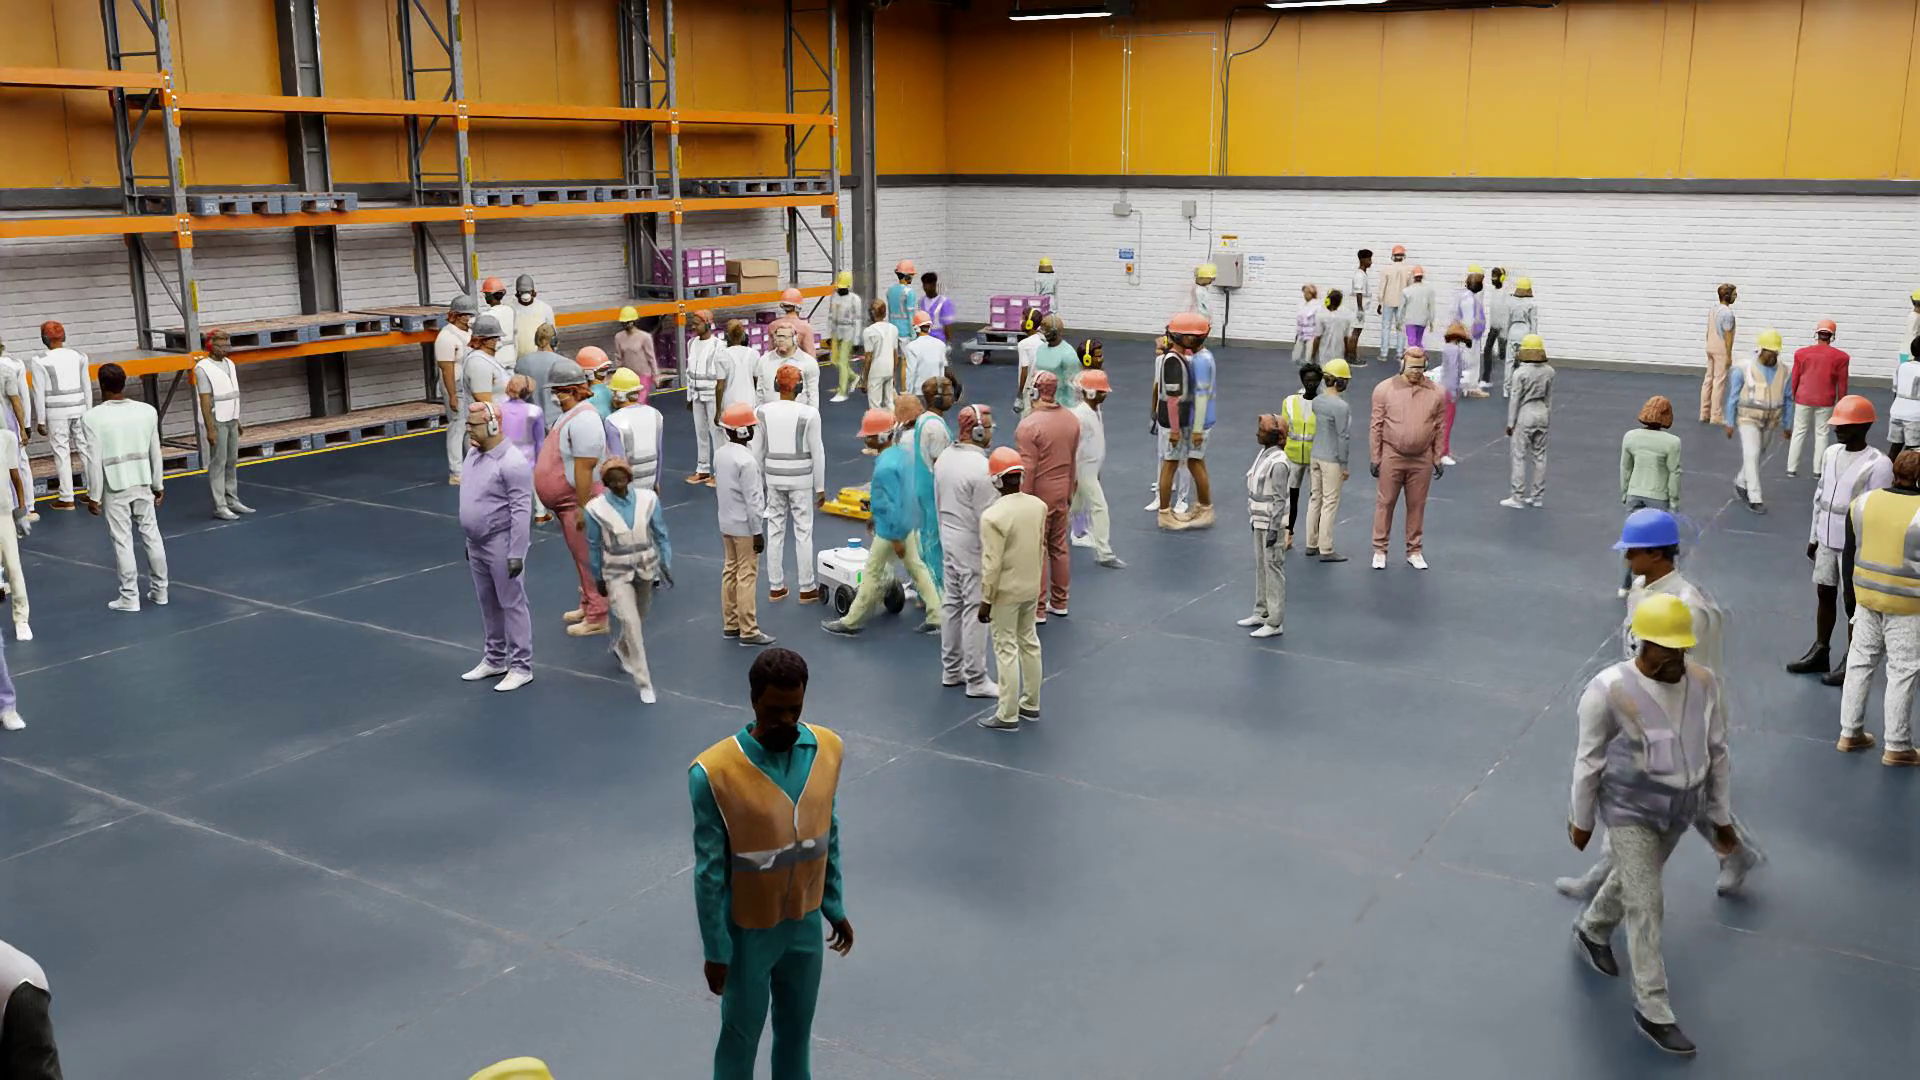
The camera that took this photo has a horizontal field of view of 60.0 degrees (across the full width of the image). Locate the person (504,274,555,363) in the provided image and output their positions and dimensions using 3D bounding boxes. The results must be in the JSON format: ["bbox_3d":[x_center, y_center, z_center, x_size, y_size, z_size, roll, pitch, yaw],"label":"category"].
[{"bbox_3d":[-5.442,-2.340,20.955,0.682,2.000,0.537,-2,13,-10],"label":"person"}]

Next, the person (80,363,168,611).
[{"bbox_3d":[-6.425,-0.405,12.833,0.371,1.916,0.597,8,15,32],"label":"person"}]

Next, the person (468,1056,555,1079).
[{"bbox_3d":[-0.888,1.864,3.348,0.339,1.761,0.524,-6,14,-23],"label":"person"}]

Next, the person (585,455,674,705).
[{"bbox_3d":[-2.196,0.204,10.887,0.519,1.596,0.842,-8,15,-31],"label":"person"}]

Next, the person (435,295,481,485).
[{"bbox_3d":[-5.279,-1.618,17.824,0.535,2.000,0.681,3,13,12],"label":"person"}]

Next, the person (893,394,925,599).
[{"bbox_3d":[-0.396,-0.344,13.187,0.276,1.633,0.507,2,13,10],"label":"person"}]

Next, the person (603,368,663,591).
[{"bbox_3d":[-2.619,-0.455,13.238,0.404,1.829,0.602,8,15,32],"label":"person"}]

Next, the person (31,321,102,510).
[{"bbox_3d":[-8.903,-1.238,16.548,0.356,1.876,0.574,8,15,30],"label":"person"}]

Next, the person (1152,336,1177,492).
[{"bbox_3d":[2.177,-1.324,17.451,0.311,1.632,0.525,1,13,3],"label":"person"}]

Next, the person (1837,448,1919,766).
[{"bbox_3d":[5.411,0.376,9.612,0.429,1.842,0.630,-6,14,-25],"label":"person"}]

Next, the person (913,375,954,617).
[{"bbox_3d":[-0.180,-0.331,12.670,0.343,1.847,0.506,-4,14,-17],"label":"person"}]

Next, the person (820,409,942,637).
[{"bbox_3d":[-0.518,-0.112,12.057,0.914,1.695,0.603,2,13,7],"label":"person"}]

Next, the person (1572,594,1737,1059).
[{"bbox_3d":[2.782,1.065,6.760,0.585,1.788,0.930,-4,14,-17],"label":"person"}]

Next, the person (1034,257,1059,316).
[{"bbox_3d":[1.510,-4.105,29.291,0.483,1.735,0.342,-7,15,-28],"label":"person"}]

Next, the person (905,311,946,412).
[{"bbox_3d":[-0.421,-1.727,18.927,0.569,1.749,0.342,-11,17,-40],"label":"person"}]

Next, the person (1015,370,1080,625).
[{"bbox_3d":[0.607,-0.321,12.494,0.407,1.906,0.655,11,17,40],"label":"person"}]

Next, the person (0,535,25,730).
[{"bbox_3d":[-5.963,0.267,9.952,0.432,1.908,0.608,5,14,21],"label":"person"}]

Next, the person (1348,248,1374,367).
[{"bbox_3d":[6.701,-3.887,27.830,0.361,1.963,0.612,3,13,14],"label":"person"}]

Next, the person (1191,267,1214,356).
[{"bbox_3d":[3.866,-3.471,26.514,0.323,1.742,0.492,4,14,18],"label":"person"}]

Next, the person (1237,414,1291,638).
[{"bbox_3d":[2.253,-0.112,12.162,0.309,1.645,0.514,-1,13,-6],"label":"person"}]

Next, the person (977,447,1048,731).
[{"bbox_3d":[0.293,0.297,10.161,0.347,1.744,0.563,11,17,39],"label":"person"}]

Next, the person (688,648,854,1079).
[{"bbox_3d":[-0.628,1.272,5.567,0.587,1.914,0.391,-12,17,-41],"label":"person"}]

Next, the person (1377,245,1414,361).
[{"bbox_3d":[7.464,-4.063,28.551,0.629,1.985,0.408,-1,13,-4],"label":"person"}]

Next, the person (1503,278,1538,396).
[{"bbox_3d":[8.173,-2.945,24.234,0.493,1.742,0.300,11,17,41],"label":"person"}]

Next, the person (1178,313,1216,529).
[{"bbox_3d":[2.209,-1.122,15.695,0.407,2.029,0.631,2,13,7],"label":"person"}]

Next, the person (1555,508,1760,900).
[{"bbox_3d":[3.360,0.782,7.748,0.923,1.900,0.662,1,13,5],"label":"person"}]

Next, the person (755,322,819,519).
[{"bbox_3d":[-1.681,-1.142,16.045,0.642,1.913,0.409,4,13,15],"label":"person"}]

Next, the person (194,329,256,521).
[{"bbox_3d":[-7.152,-1.117,16.094,0.378,1.836,0.569,1,13,4],"label":"person"}]

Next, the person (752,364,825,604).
[{"bbox_3d":[-1.331,-0.435,13.031,0.583,1.885,0.337,4,14,16],"label":"person"}]

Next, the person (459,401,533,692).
[{"bbox_3d":[-3.075,0.036,10.943,0.641,1.908,0.407,11,17,41],"label":"person"}]

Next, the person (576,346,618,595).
[{"bbox_3d":[-2.885,-0.558,13.342,0.406,1.988,0.613,5,14,21],"label":"person"}]

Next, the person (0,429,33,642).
[{"bbox_3d":[-6.967,-0.163,11.933,0.501,1.858,0.328,-8,15,-31],"label":"person"}]

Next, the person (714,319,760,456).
[{"bbox_3d":[-2.280,-1.341,17.052,0.513,1.845,0.334,-8,15,-31],"label":"person"}]

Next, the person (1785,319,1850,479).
[{"bbox_3d":[9.343,-1.539,18.142,0.575,1.738,0.353,6,14,23],"label":"person"}]

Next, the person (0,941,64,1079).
[{"bbox_3d":[-2.474,1.595,4.156,0.597,1.916,0.370,4,14,17],"label":"person"}]

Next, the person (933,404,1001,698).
[{"bbox_3d":[0.089,0.066,10.814,0.399,1.909,0.642,-7,15,-28],"label":"person"}]

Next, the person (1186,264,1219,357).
[{"bbox_3d":[3.980,-3.705,27.558,0.589,1.725,0.540,-2,13,-10],"label":"person"}]

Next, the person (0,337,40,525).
[{"bbox_3d":[-9.126,-1.050,15.789,0.514,1.844,0.327,0,13,2],"label":"person"}]

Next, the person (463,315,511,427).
[{"bbox_3d":[-4.331,-1.081,15.495,0.537,2.000,0.689,-4,14,-17],"label":"person"}]
